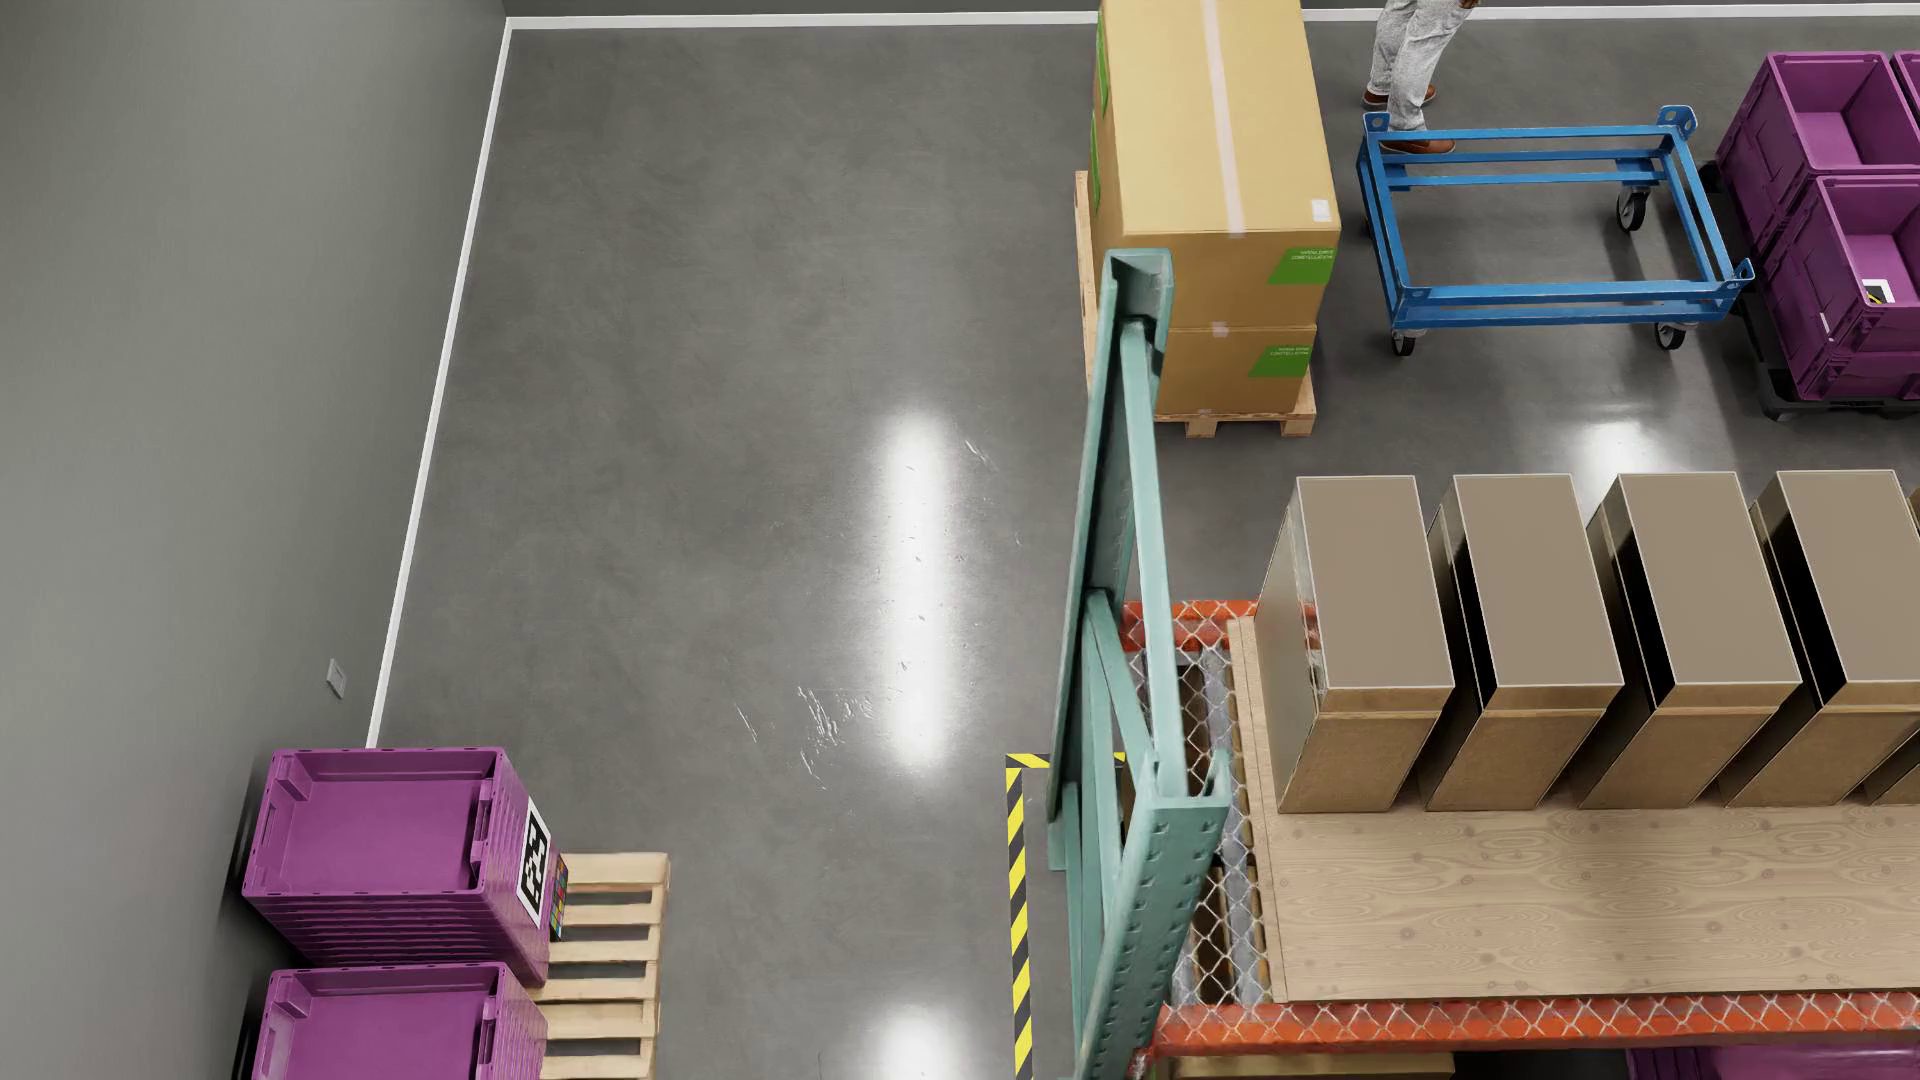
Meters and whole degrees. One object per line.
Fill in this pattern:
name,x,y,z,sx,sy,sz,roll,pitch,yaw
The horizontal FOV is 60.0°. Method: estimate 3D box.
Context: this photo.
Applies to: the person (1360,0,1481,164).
person,1.821,-2.244,6.079,0.371,1.940,0.627,-2,58,-1
